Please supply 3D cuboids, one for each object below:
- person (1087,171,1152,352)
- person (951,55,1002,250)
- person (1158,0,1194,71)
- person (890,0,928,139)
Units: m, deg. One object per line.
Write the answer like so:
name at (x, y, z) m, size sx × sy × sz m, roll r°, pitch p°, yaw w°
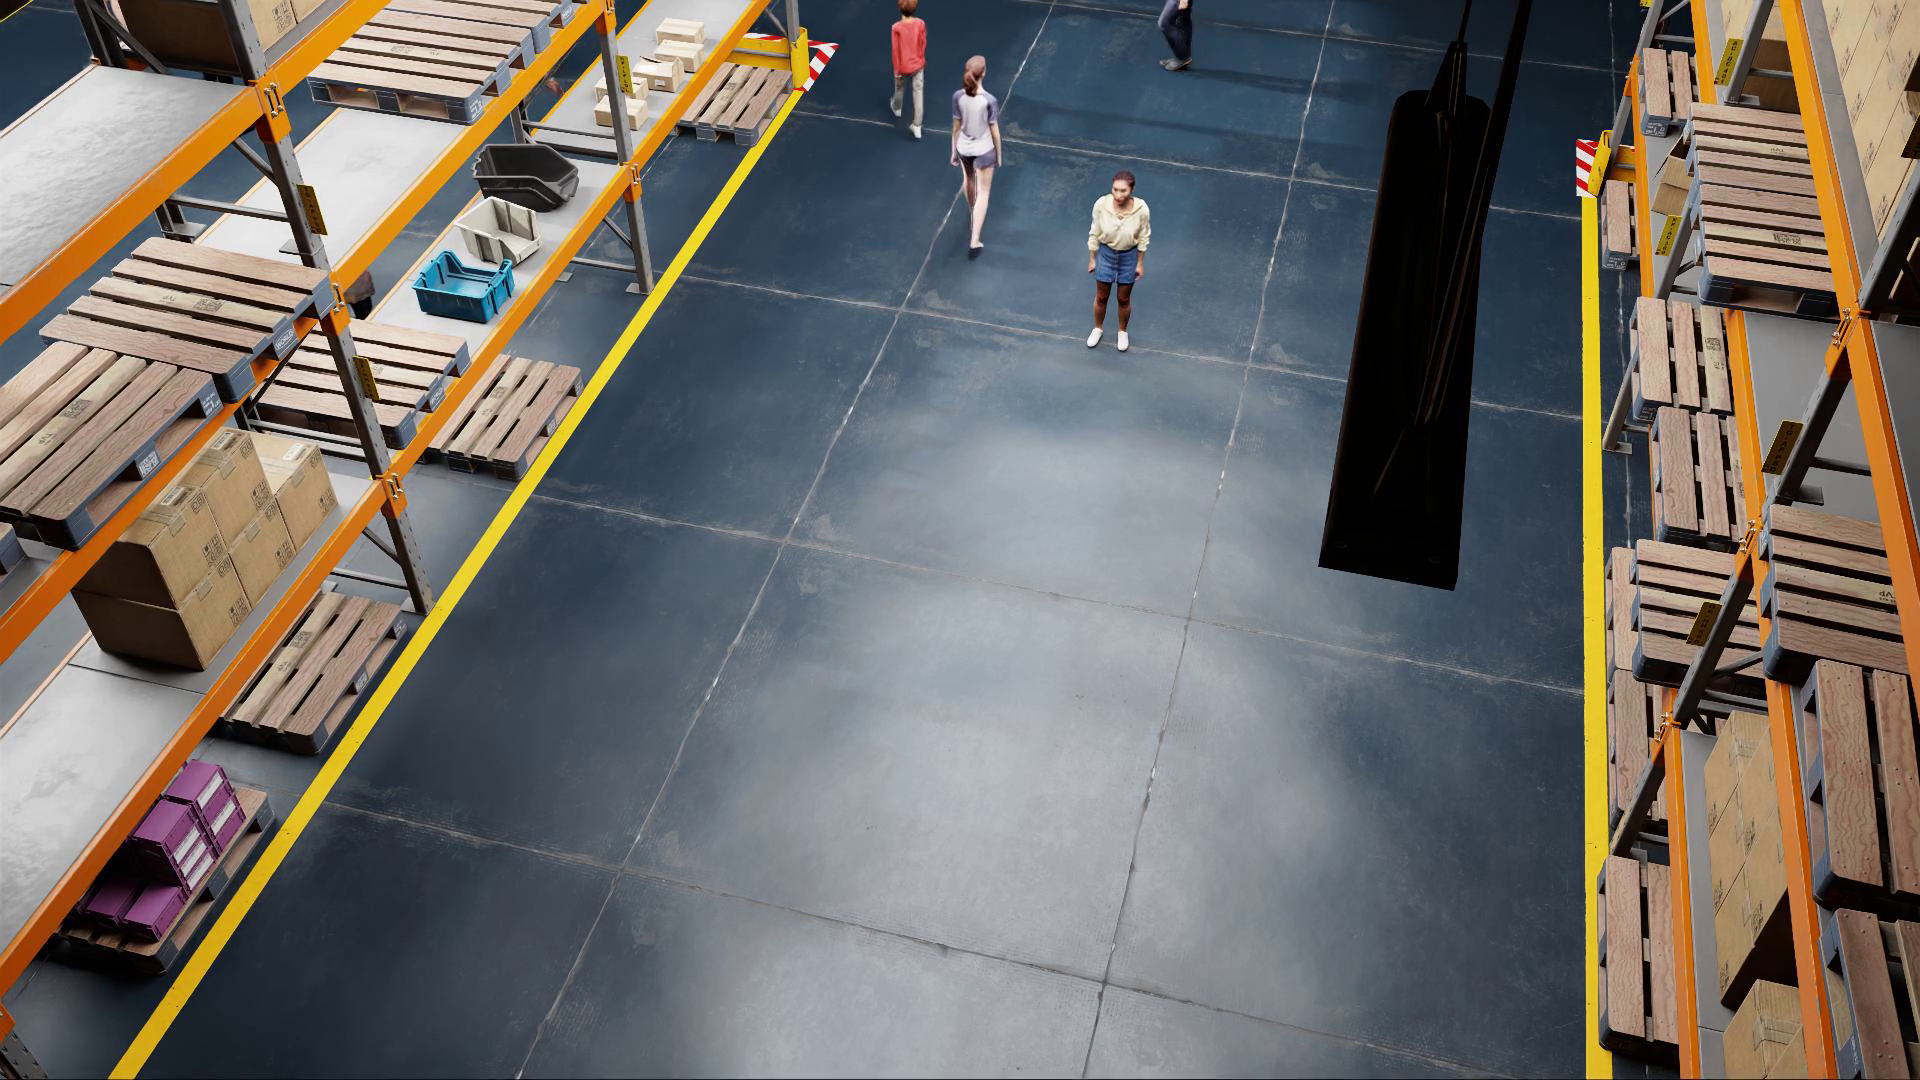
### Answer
person at (1.275, -2.269, 13.451) m, size 0.652 × 1.631 × 0.545 m, roll 8°, pitch 44°, yaw 8°
person at (0.124, -3.353, 14.515) m, size 0.616 × 1.733 × 1.043 m, roll 13°, pitch 45°, yaw 13°
person at (2.347, -5.588, 16.801) m, size 0.746 × 1.815 × 0.573 m, roll 6°, pitch 44°, yaw 6°
person at (-0.466, -4.542, 16.014) m, size 0.800 × 1.388 × 0.975 m, roll -10°, pitch 45°, yaw -10°
